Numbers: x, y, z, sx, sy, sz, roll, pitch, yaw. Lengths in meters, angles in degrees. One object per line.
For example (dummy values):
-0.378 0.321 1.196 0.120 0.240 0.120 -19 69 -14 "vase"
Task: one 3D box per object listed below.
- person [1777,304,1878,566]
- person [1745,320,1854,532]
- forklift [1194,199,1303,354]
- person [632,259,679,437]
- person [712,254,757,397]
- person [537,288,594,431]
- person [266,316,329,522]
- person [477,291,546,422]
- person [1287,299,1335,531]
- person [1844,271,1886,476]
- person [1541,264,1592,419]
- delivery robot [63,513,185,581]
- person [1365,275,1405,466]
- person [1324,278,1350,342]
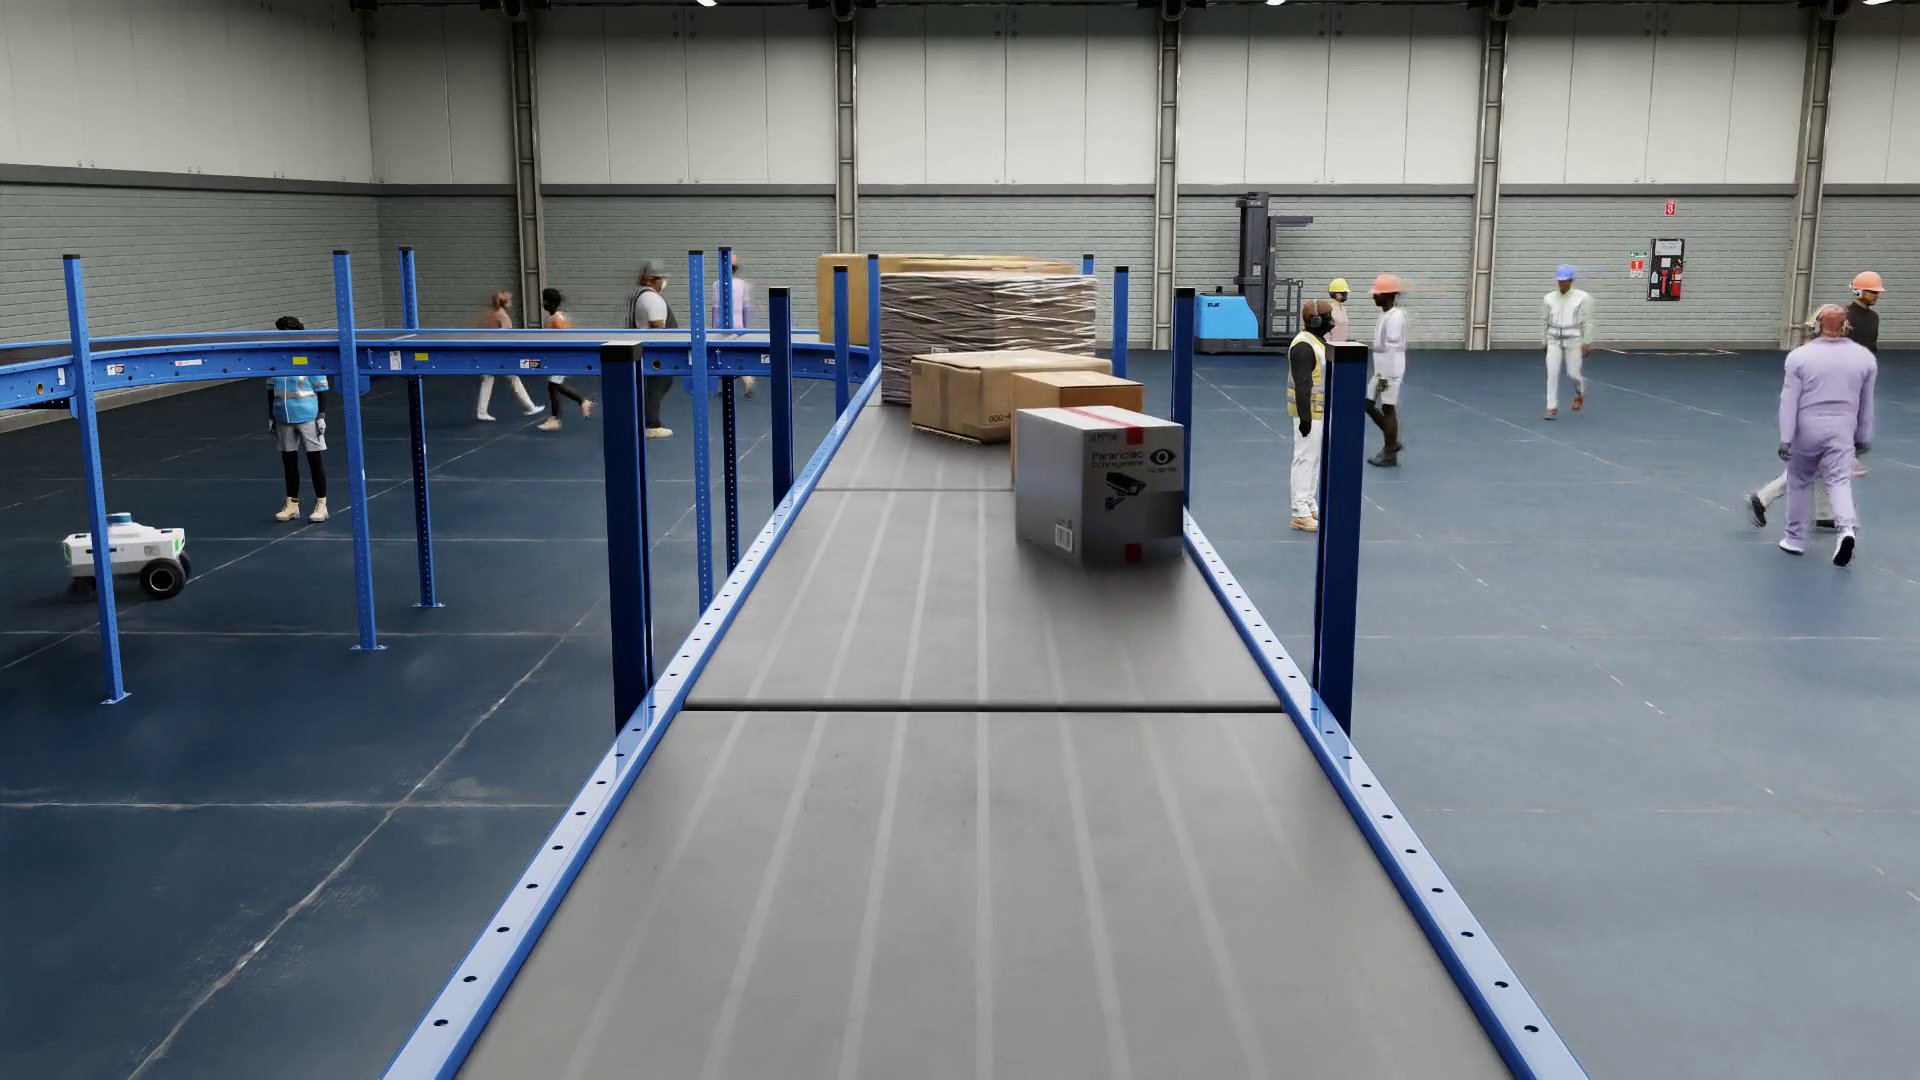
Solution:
6.326 -0.777 12.141 0.657 1.882 0.871 2 11 8 "person"
6.750 -0.953 13.234 0.769 1.806 0.598 4 12 20 "person"
5.313 -4.851 30.603 1.873 2.768 1.129 0 11 1 "forklift"
-3.475 -2.191 19.095 0.538 2.000 0.694 -3 12 -17 "person"
-3.151 -2.975 23.089 0.870 2.016 0.617 8 14 37 "person"
-4.697 -2.145 19.694 0.632 1.679 0.538 -5 12 -23 "person"
-5.473 -0.997 13.733 0.541 1.695 0.315 2 11 10 "person"
-5.607 -2.267 20.535 0.901 1.583 0.531 -10 15 -42 "person"
2.867 -1.017 13.458 0.429 1.846 0.633 5 12 25 "person"
8.645 -1.592 16.076 0.605 1.986 0.415 -6 12 -27 "person"
7.578 -2.480 20.757 0.635 1.927 0.703 8 14 37 "person"
-5.574 0.062 11.106 0.707 0.478 0.477 -4 12 -19 "delivery robot"
4.285 -1.705 16.788 0.411 1.922 0.541 0 11 -1 "person"
4.523 -2.262 20.054 0.315 1.770 0.524 8 14 36 "person"
